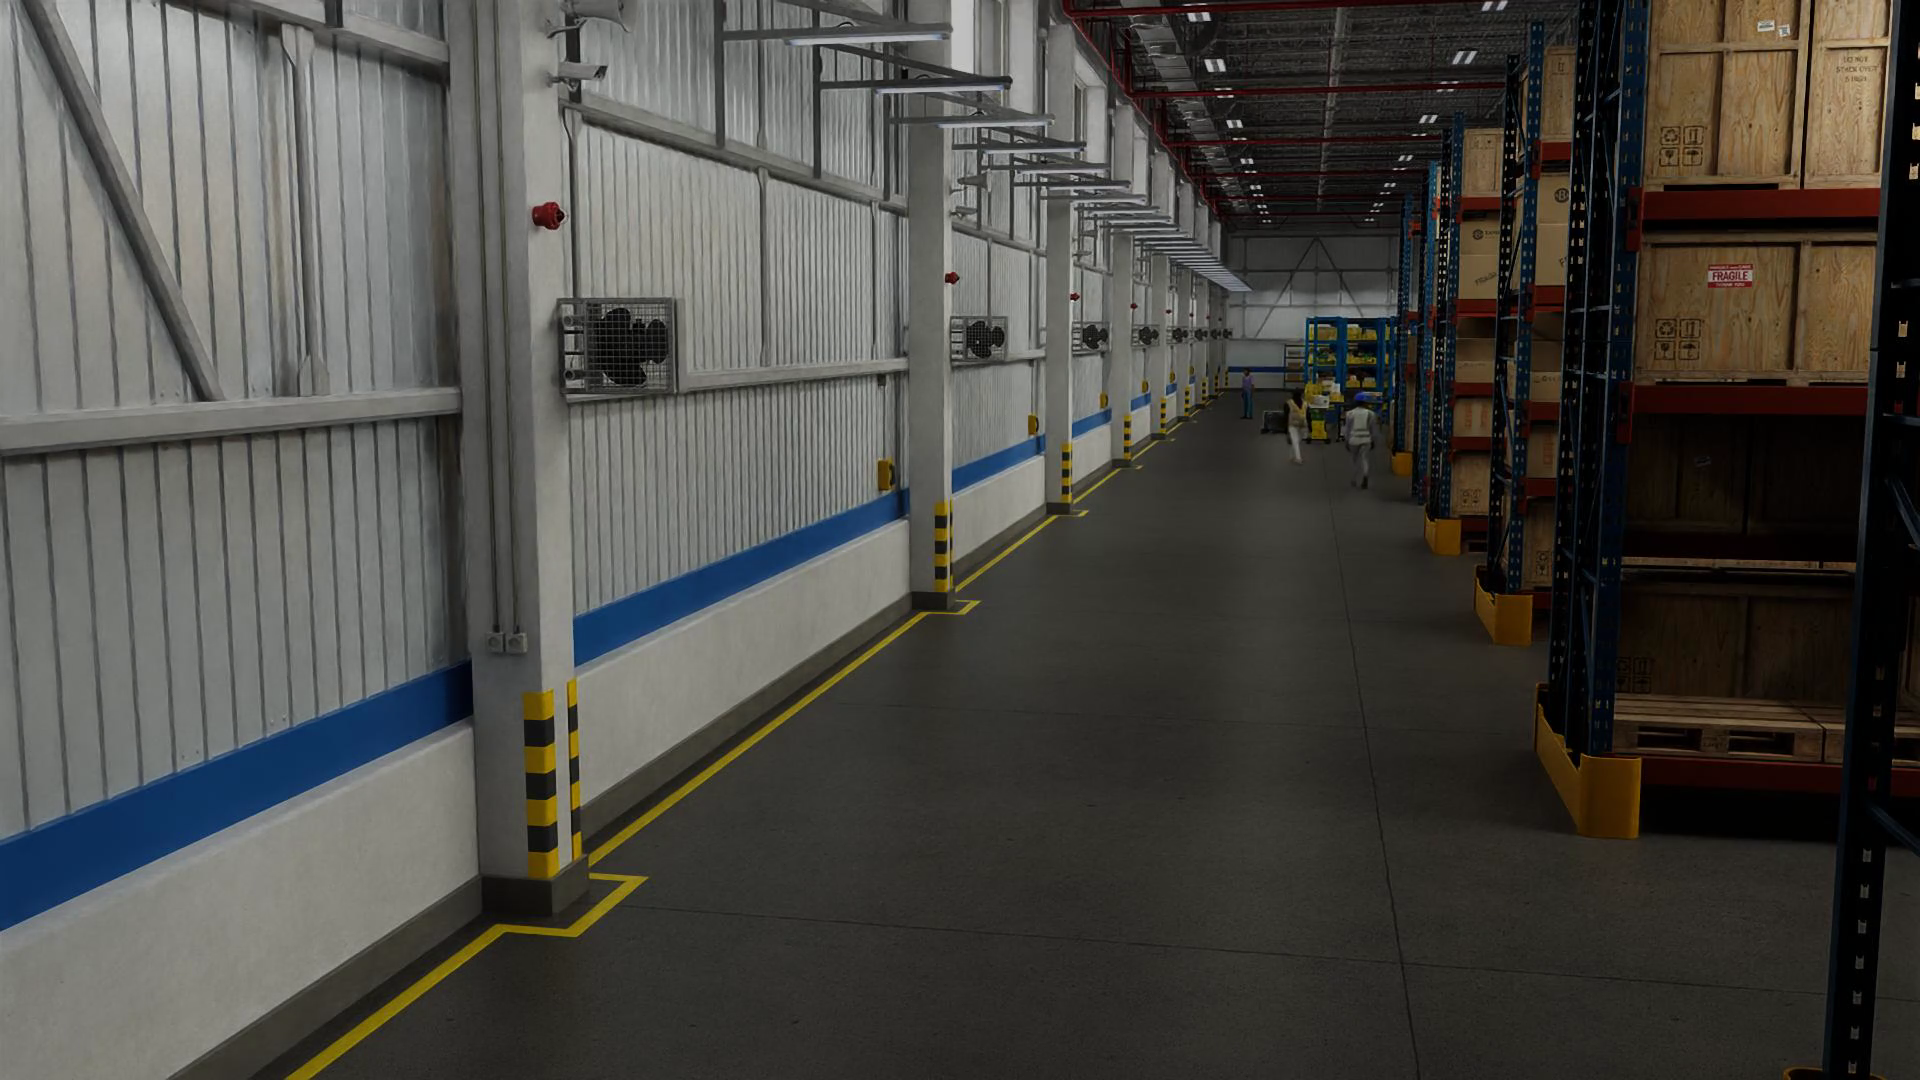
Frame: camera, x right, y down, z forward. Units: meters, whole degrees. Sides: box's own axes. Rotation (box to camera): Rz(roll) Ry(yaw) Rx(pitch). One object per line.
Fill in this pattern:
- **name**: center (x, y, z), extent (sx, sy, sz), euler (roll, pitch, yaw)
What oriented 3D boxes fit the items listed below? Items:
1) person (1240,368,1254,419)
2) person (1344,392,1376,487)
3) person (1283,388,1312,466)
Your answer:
- **person**: center (10.279, -5.226, 59.351), extent (0.373, 1.840, 0.570), euler (-4, 8, -31)
- **person**: center (7.962, -1.987, 33.100), extent (0.610, 1.932, 0.583), euler (1, 7, 8)
- **person**: center (7.886, -2.655, 38.950), extent (0.619, 1.802, 0.953), euler (-2, 7, -18)
